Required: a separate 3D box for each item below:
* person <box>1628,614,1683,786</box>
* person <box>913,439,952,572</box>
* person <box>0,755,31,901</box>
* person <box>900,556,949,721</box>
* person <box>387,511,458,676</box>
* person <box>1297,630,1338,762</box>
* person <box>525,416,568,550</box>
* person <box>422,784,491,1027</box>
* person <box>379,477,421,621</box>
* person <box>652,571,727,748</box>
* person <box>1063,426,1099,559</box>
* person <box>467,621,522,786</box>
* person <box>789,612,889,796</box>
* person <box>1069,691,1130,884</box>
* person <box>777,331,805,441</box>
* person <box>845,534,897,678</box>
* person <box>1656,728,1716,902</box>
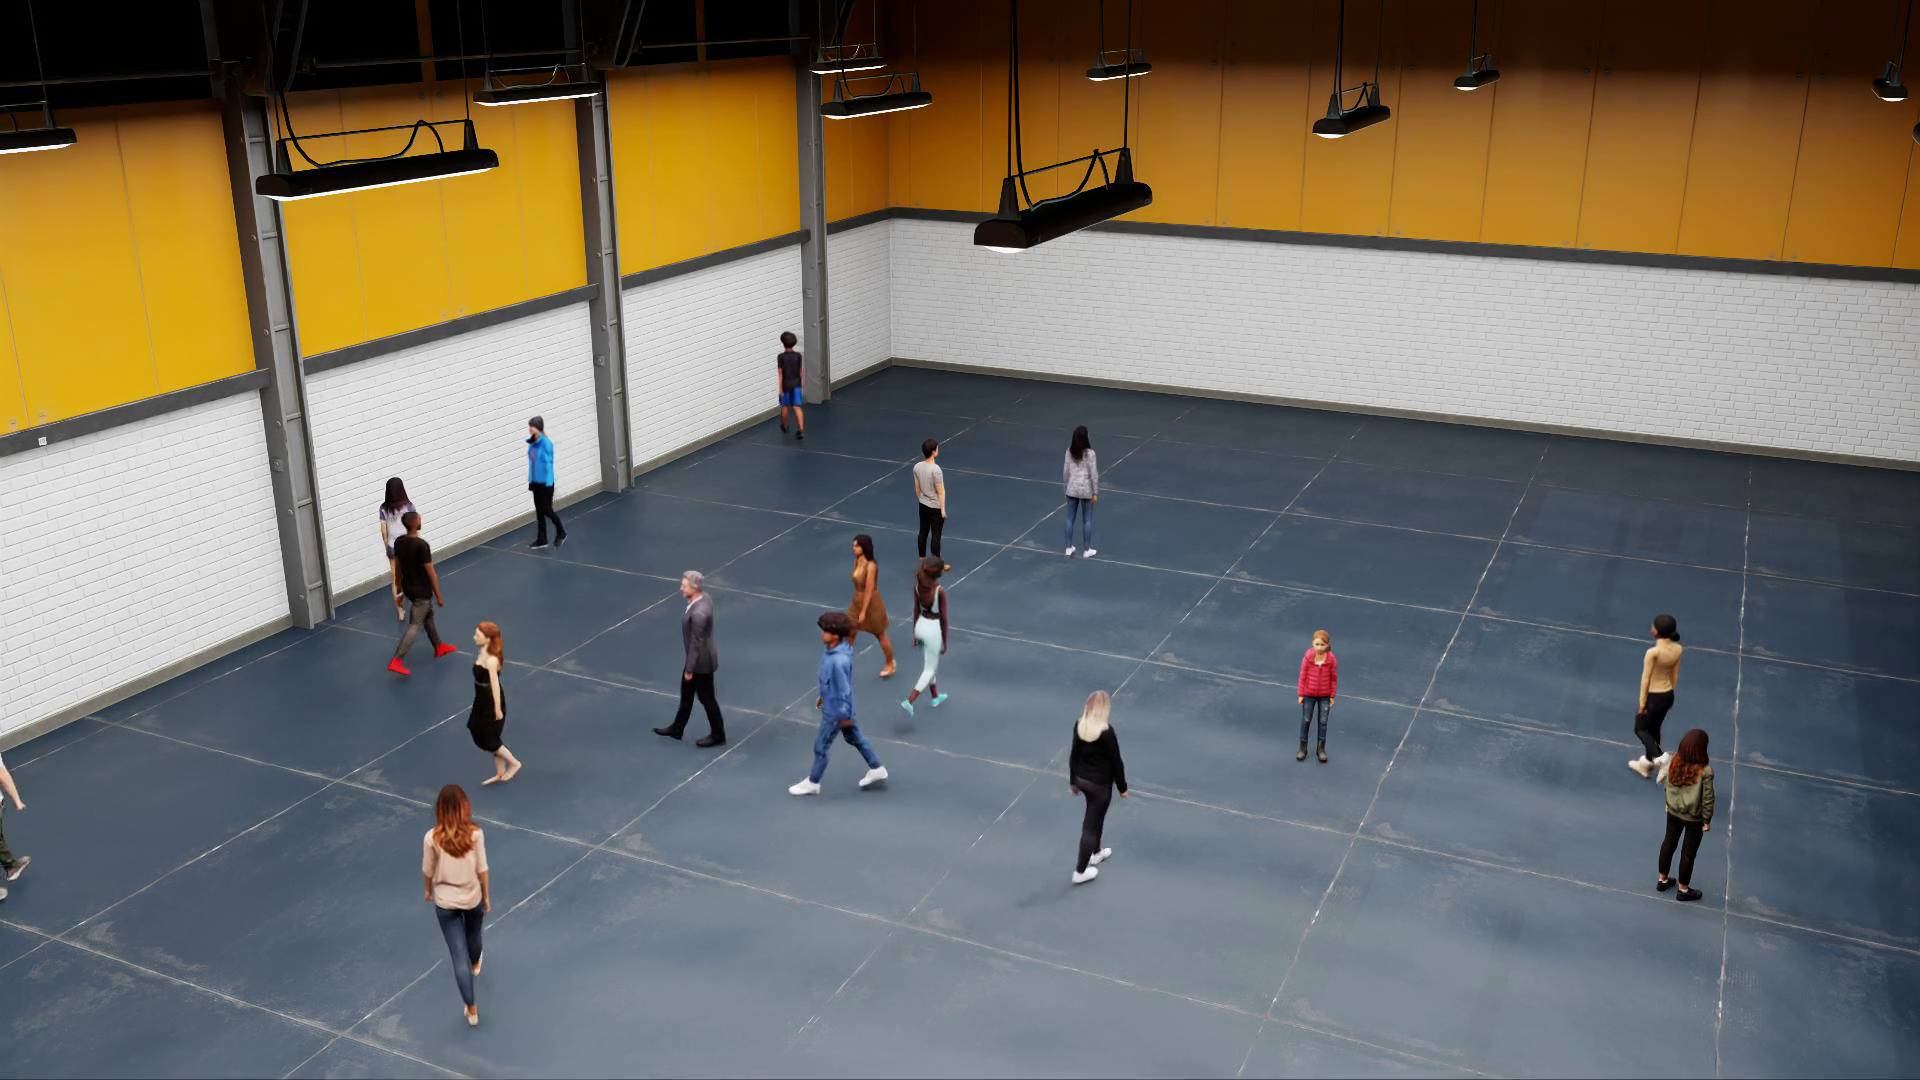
[{"bbox_3d":[6.518,1.501,15.417,0.903,1.646,0.964,-6,20,-18],"label":"person"},{"bbox_3d":[-0.374,-0.451,21.093,0.667,1.723,0.625,17,25,40],"label":"person"},{"bbox_3d":[-7.926,2.189,13.408,0.750,1.625,1.011,3,19,9],"label":"person"},{"bbox_3d":[-0.348,1.013,16.793,0.728,1.693,1.136,12,22,32],"label":"person"},{"bbox_3d":[-5.913,0.604,17.893,0.759,1.766,1.267,12,22,31],"label":"person"},{"bbox_3d":[3.431,1.481,15.992,0.565,1.318,0.576,3,19,8],"label":"person"},{"bbox_3d":[-5.457,-0.756,21.890,0.744,1.792,0.811,16,24,39],"label":"person"},{"bbox_3d":[-3.576,2.641,11.880,1.077,1.743,1.156,-6,20,-18],"label":"person"},{"bbox_3d":[-6.522,0.093,19.460,0.661,1.734,0.672,-2,19,-6],"label":"person"},{"bbox_3d":[-2.458,1.156,16.173,1.105,1.819,1.072,-3,19,-8],"label":"person"},{"bbox_3d":[1.558,-0.642,21.648,0.619,1.731,0.515,9,21,25],"label":"person"},{"bbox_3d":[-4.274,1.514,15.434,0.809,1.611,0.748,-8,20,-22],"label":"person"},{"bbox_3d":[-1.025,1.503,15.214,1.132,1.772,1.201,-3,19,-8],"label":"person"},{"bbox_3d":[1.042,2.068,13.699,0.900,1.668,0.803,-14,23,-35],"label":"person"},{"bbox_3d":[-2.718,-2.477,27.050,1.155,1.762,1.177,-8,20,-22],"label":"person"},{"bbox_3d":[-0.914,0.745,17.668,1.126,1.643,0.880,-14,23,-35],"label":"person"},{"bbox_3d":[5.918,2.219,13.551,0.683,1.477,0.658,-11,21,-28],"label":"person"}]
